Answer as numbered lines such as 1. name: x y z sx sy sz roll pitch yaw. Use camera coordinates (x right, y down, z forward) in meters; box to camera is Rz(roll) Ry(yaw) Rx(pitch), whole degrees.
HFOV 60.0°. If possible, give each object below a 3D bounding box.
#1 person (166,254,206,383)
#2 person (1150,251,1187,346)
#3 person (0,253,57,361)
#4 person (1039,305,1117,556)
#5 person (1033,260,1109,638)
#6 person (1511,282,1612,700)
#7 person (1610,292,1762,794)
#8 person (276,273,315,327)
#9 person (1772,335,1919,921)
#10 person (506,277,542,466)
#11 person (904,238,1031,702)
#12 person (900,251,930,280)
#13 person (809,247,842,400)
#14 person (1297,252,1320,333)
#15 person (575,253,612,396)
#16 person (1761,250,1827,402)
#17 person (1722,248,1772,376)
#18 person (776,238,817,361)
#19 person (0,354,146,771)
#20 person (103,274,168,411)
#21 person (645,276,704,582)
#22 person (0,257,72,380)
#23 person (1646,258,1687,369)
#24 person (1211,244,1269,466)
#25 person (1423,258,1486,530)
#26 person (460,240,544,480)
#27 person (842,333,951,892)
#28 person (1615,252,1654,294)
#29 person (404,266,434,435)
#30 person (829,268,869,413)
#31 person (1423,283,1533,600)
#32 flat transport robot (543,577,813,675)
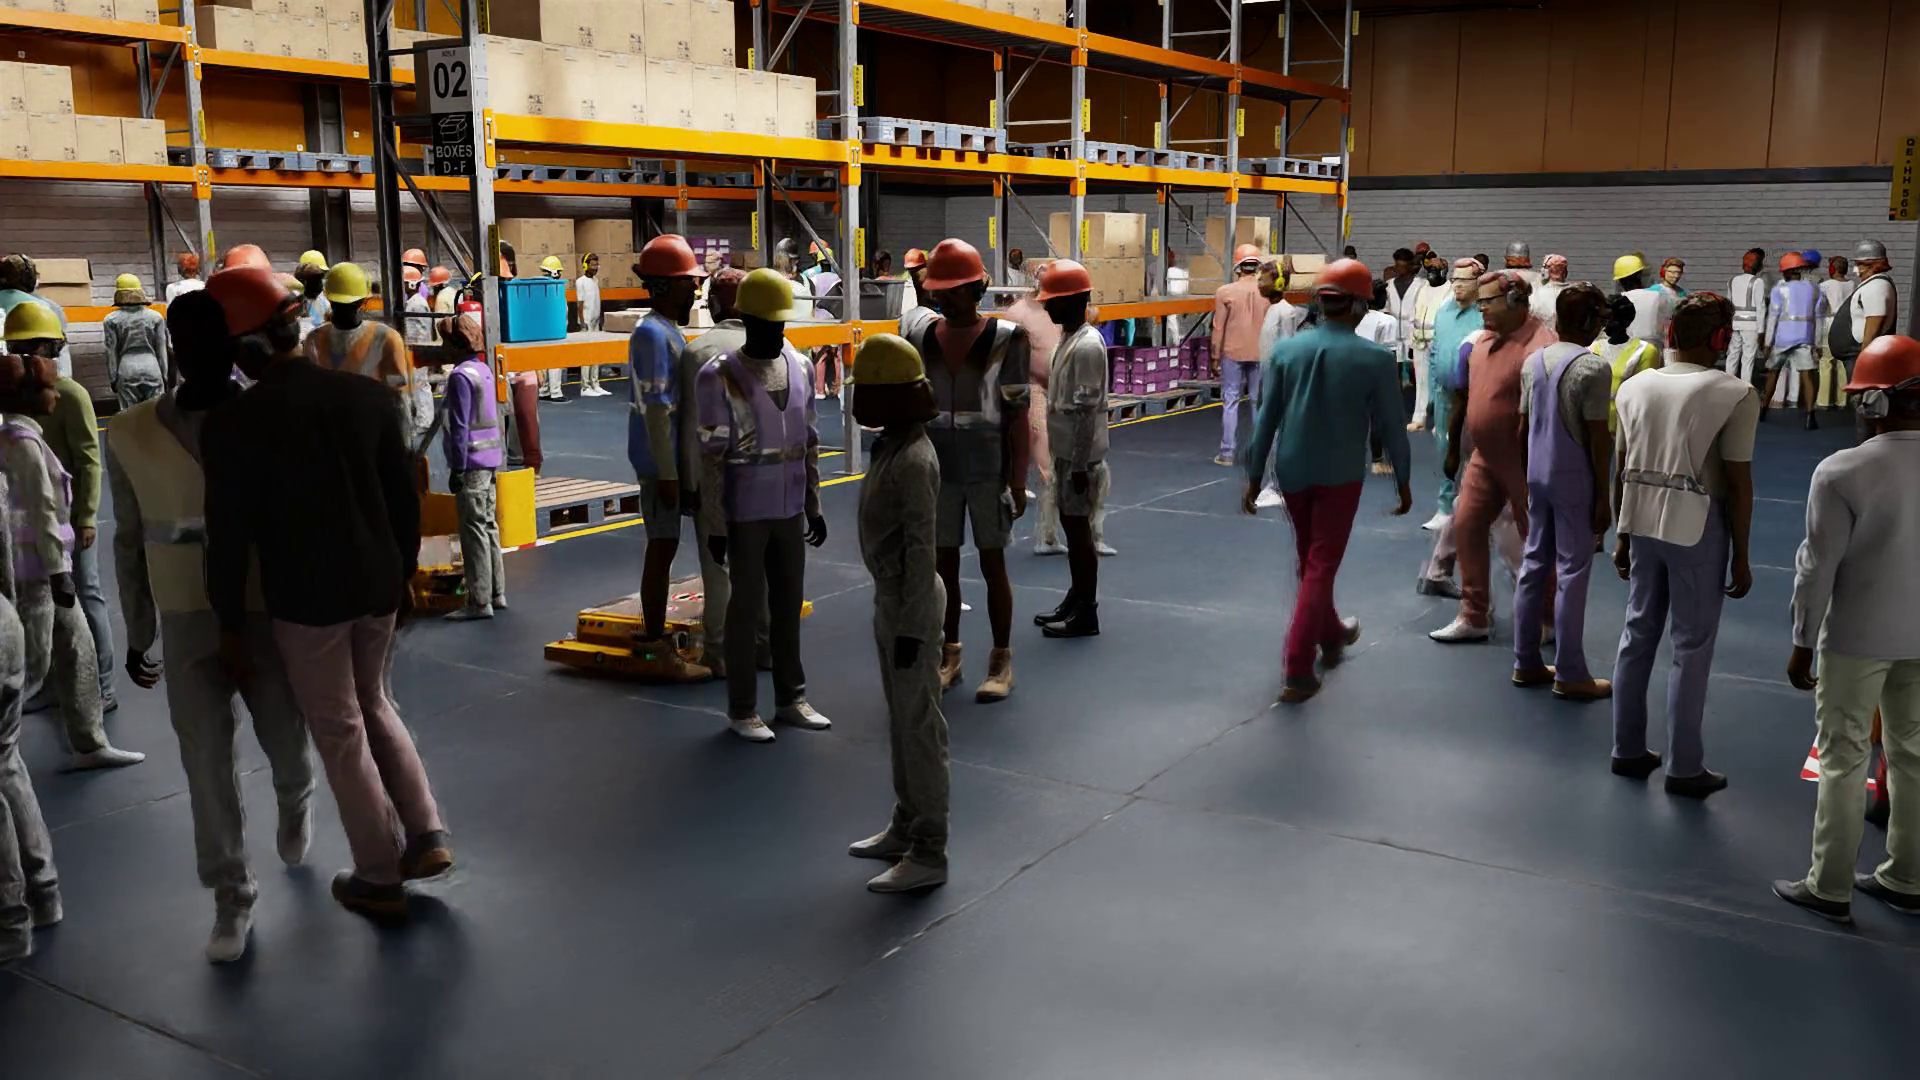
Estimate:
1. person: -8.254 -2.136 17.943 0.346 1.878 0.578 8 13 38
2. person: 3.397 -3.808 27.298 0.607 1.829 0.990 -7 12 -32
3. person: -6.736 -1.089 11.984 0.629 1.931 0.376 4 11 22
4. person: 0.781 -0.692 10.627 0.611 1.616 0.526 -3 11 -18
5. person: 0.561 -0.457 8.497 0.388 1.926 0.550 -1 10 -5
6. person: 2.689 -0.215 7.383 0.346 1.840 0.505 -5 11 -25
7. person: 2.636 0.016 6.118 0.390 1.837 0.561 -6 12 -29
8. person: -5.529 -1.326 13.765 0.320 1.755 0.559 0 10 3
9. person: 2.731 0.266 4.970 0.565 1.745 0.349 -2 10 -10
10. person: -4.016 -1.585 14.996 0.395 1.835 0.563 4 11 21
11. person: 0.008 -0.301 7.339 0.613 2.031 0.403 4 11 22
12. person: -0.633 -3.010 22.783 0.364 1.878 0.678 7 13 35
13. person: -1.676 -2.736 21.101 0.586 1.928 0.372 -2 11 -13
14. person: 5.371 -3.460 25.375 0.443 1.830 0.657 0 10 0
15. person: -4.784 -2.786 21.600 0.340 1.856 0.523 3 11 14
16. person: 10.489 -2.678 20.868 0.738 1.896 0.468 1 10 4
17. person: 11.786 -3.375 24.687 0.994 1.920 0.616 0 10 1
18. person: -1.694 -1.966 16.526 0.675 2.000 0.537 -6 12 -31
19. person: -3.504 0.119 6.151 0.702 1.609 0.520 -5 12 -27
20. person: -7.107 -1.423 14.372 0.483 1.737 0.319 -7 12 -34
21. person: -1.541 -0.529 8.881 0.385 1.922 0.594 -2 10 -9
22. person: -6.887 -1.114 12.215 0.658 1.899 0.398 -3 11 -14
23. person: 7.286 -1.999 17.271 0.564 1.837 0.394 -6 12 -31
24. person: 2.559 -1.657 14.975 0.614 1.987 0.408 -2 10 -9
25. person: 3.471 -0.982 11.471 0.399 1.901 0.644 -7 12 -34
26. person: -3.754 -1.459 13.714 0.686 2.000 0.537 -3 11 -16
27. person: -0.200 0.227 5.205 0.313 1.741 0.487 -2 10 -10
28. person: 10.805 -3.690 26.652 0.598 1.830 0.403 6 12 31
29. person: -5.699 -1.975 17.369 0.330 1.750 0.573 -6 12 -29
30. person: -1.137 -2.180 18.091 0.602 1.906 0.411 -4 11 -23
31. person: 2.983 -0.508 9.100 0.583 1.795 0.985 -10 14 -44
32. flat transport robot: -1.376 0.393 8.359 0.652 0.197 1.431 5 11 25
